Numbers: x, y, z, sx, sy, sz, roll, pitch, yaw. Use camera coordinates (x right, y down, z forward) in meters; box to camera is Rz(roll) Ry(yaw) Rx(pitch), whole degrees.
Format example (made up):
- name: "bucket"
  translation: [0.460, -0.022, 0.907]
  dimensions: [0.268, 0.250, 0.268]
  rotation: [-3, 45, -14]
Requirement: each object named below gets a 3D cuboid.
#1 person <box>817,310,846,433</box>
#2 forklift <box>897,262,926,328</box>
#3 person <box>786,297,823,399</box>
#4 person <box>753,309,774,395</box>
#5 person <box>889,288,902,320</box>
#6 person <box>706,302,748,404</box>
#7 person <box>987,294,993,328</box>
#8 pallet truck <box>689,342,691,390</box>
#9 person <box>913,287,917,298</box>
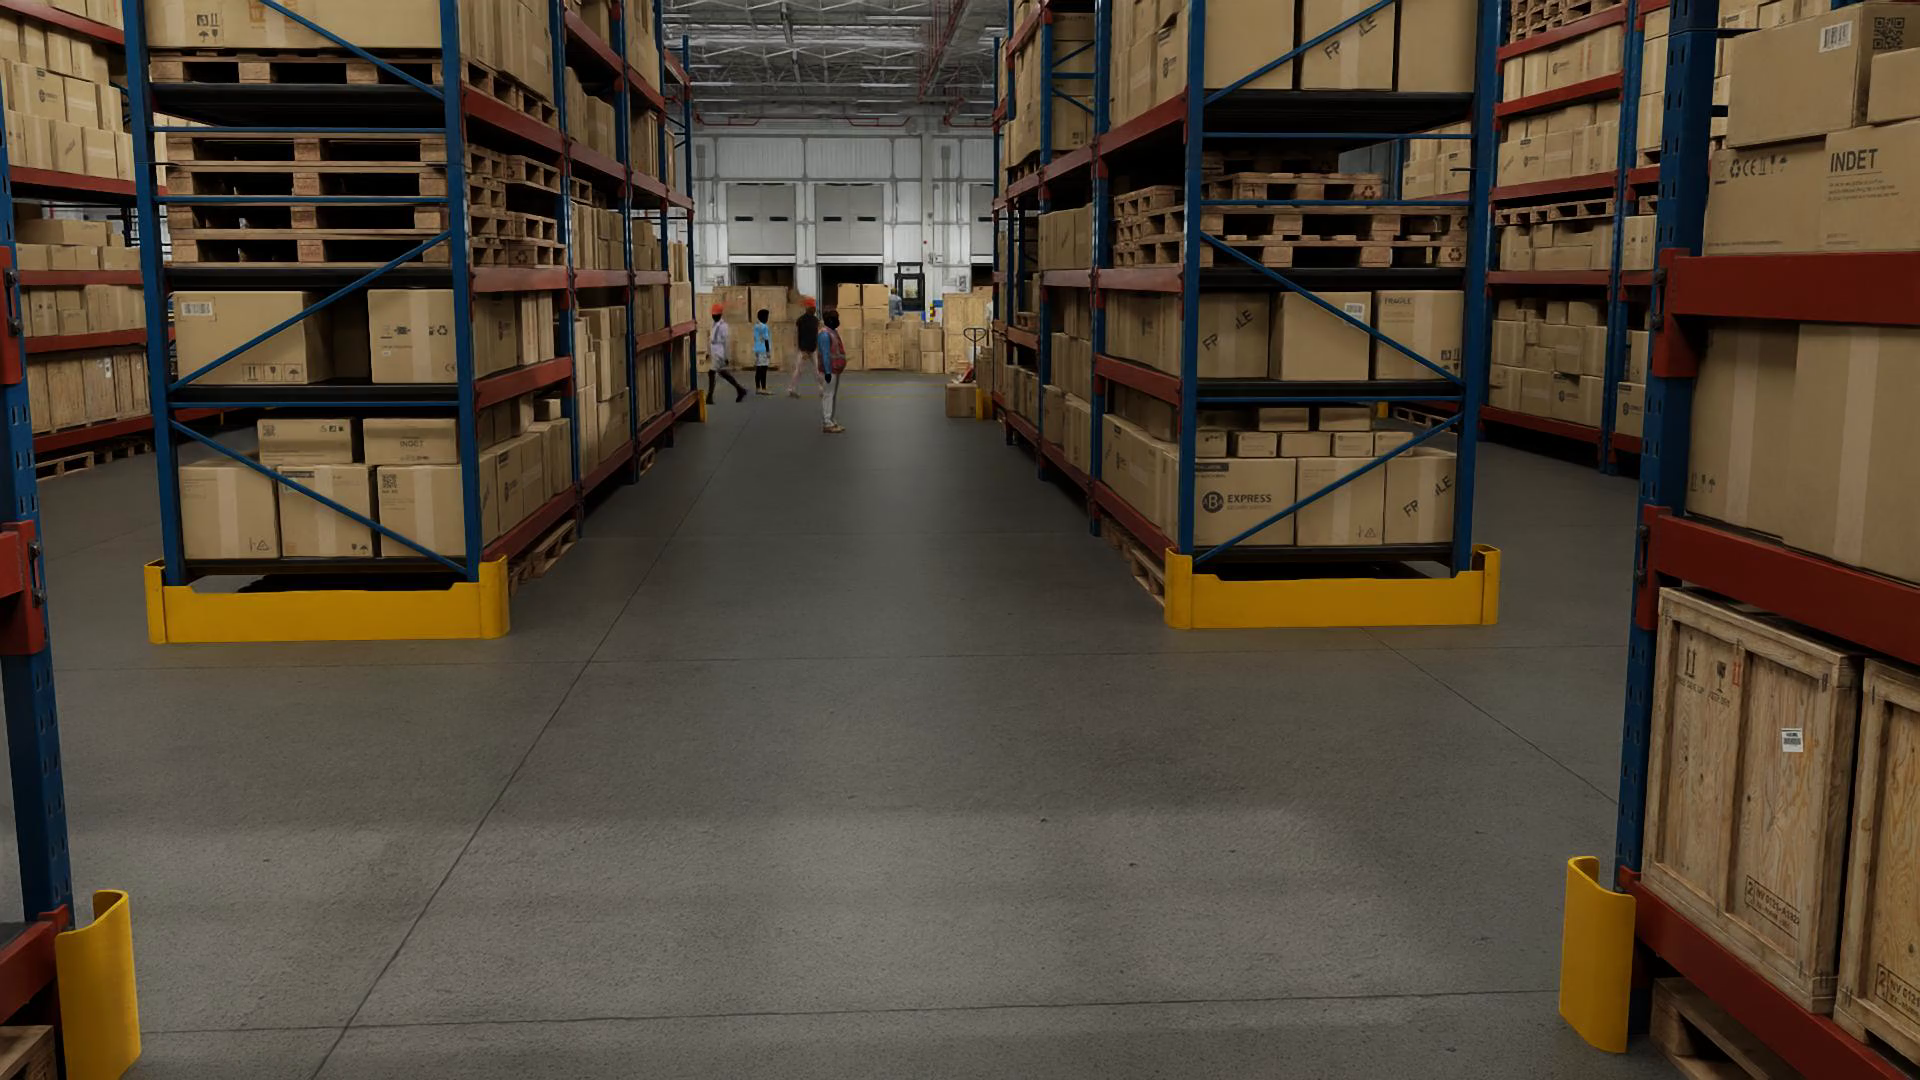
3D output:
- name: "person"
  translation: [-1.918, -2.524, 24.931]
  dimensions: [0.429, 1.844, 0.625]
  rotation: [1, 9, 7]
- name: "forklift"
  translation: [-1.780, -8.547, 59.499]
  dimensions: [1.129, 2.768, 1.873]
  rotation: [-1, 9, -4]
- name: "person"
  translation: [-2.924, -3.650, 31.701]
  dimensions: [1.033, 1.947, 0.641]
  rotation: [7, 11, 36]
- name: "person"
  translation: [-3.885, -3.701, 32.775]
  dimensions: [0.320, 1.696, 0.530]
  rotation: [-5, 10, -30]
- name: "person"
  translation: [-2.309, -7.828, 57.985]
  dimensions: [0.636, 1.928, 0.387]
  rotation: [3, 10, 19]
- name: "person"
  translation: [-4.338, -3.419, 30.448]
  dimensions: [0.915, 1.878, 0.576]
  rotation: [-4, 10, -23]
- name: "person"
  translation: [0.951, -5.536, 43.535]
  dimensions: [0.636, 1.938, 0.355]
  rotation: [0, 9, 1]
- name: "pallet truck"
  translation: [-5.225, -3.008, 27.480]
  dimensions: [1.885, 1.965, 0.823]
  rotation: [2, 9, 14]
- name: "person"
  translation: [-1.620, -9.138, 66.278]
  dimensions: [0.784, 1.892, 0.622]
  rotation: [1, 9, 5]
